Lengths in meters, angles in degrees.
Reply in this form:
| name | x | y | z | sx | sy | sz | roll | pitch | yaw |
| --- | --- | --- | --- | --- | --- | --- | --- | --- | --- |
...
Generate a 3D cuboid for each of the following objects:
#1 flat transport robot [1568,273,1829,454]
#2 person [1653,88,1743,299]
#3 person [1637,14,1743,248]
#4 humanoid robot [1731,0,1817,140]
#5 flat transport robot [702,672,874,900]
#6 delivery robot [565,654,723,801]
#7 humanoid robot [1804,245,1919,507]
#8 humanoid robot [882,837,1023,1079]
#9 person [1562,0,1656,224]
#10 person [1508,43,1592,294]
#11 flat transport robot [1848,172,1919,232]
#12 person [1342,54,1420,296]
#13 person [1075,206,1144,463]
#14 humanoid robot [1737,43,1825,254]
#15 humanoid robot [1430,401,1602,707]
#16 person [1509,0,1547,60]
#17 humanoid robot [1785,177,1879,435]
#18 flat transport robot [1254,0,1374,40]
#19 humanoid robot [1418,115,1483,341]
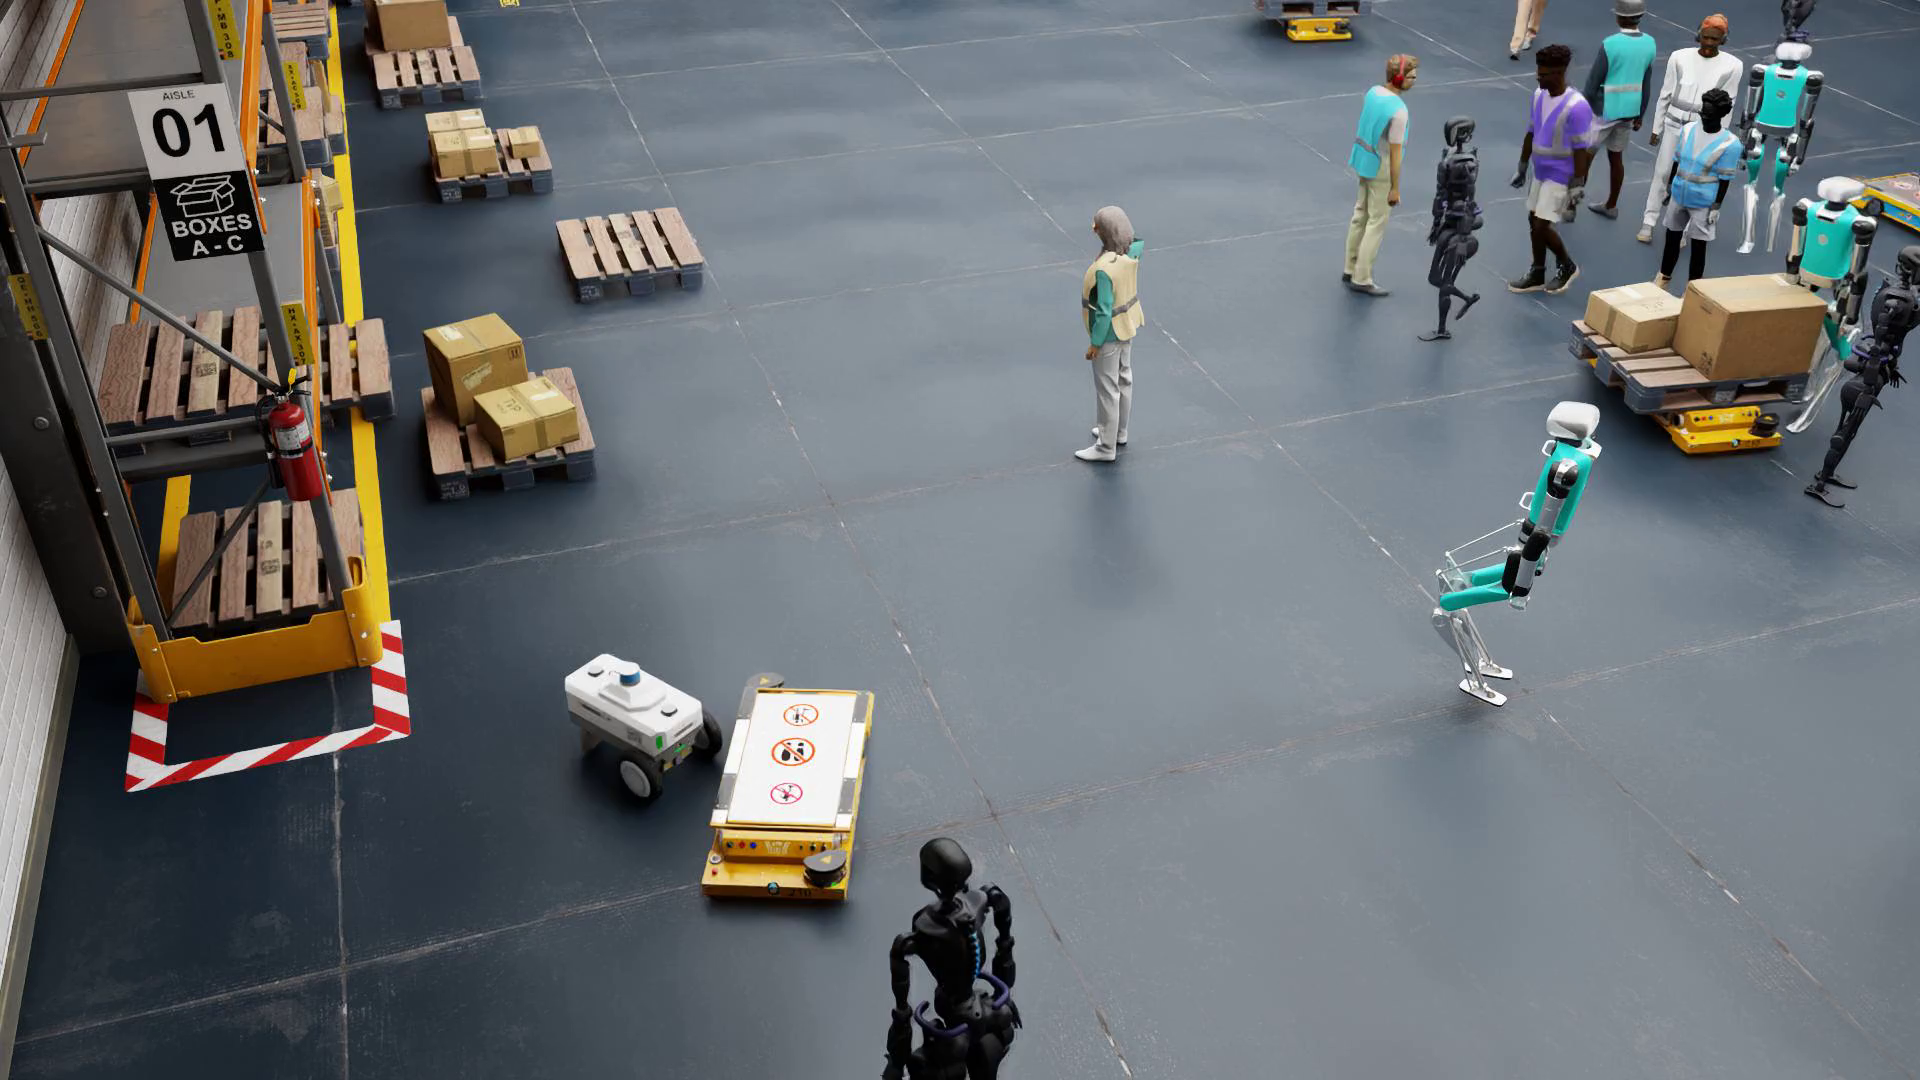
| name | x | y | z | sx | sy | sz | roll | pitch | yaw |
| --- | --- | --- | --- | --- | --- | --- | --- | --- | --- |
| flat transport robot | 4.952 | -1.037 | 11.448 | 0.659 | 0.231 | 1.431 | -5 | 33 | -8 |
| person | 5.503 | -2.553 | 12.473 | 0.317 | 1.691 | 0.533 | -18 | 37 | -25 |
| person | 5.898 | -3.307 | 13.458 | 0.574 | 1.879 | 0.354 | 18 | 37 | 26 |
| humanoid robot | 7.777 | -4.628 | 15.699 | 0.620 | 1.638 | 0.611 | 22 | 39 | 30 |
| flat transport robot | -0.806 | 1.165 | 8.071 | 0.659 | 0.231 | 1.431 | 2 | 33 | 2 |
| delivery robot | -1.590 | 0.871 | 8.250 | 0.752 | 0.583 | 0.521 | 22 | 39 | 30 |
| humanoid robot | 5.561 | -1.013 | 10.113 | 0.315 | 1.654 | 0.599 | 27 | 42 | 35 |
| humanoid robot | -0.019 | 1.743 | 5.907 | 0.615 | 1.635 | 0.503 | -26 | 41 | -34 |
| person | 5.430 | -3.563 | 13.811 | 0.589 | 1.929 | 0.496 | -11 | 35 | -17 |
| person | 4.450 | -2.773 | 12.584 | 0.485 | 1.935 | 0.630 | -7 | 34 | -11 |
| flat transport robot | 8.274 | -2.786 | 14.132 | 0.659 | 0.231 | 1.431 | -12 | 35 | -17 |
| person | 3.179 | -2.797 | 12.718 | 0.389 | 1.837 | 0.642 | -8 | 34 | -11 |
| person | 0.965 | -1.291 | 10.516 | 0.368 | 1.712 | 0.465 | 15 | 36 | 22 |
| humanoid robot | 6.523 | -3.128 | 13.350 | 0.539 | 1.815 | 0.705 | 20 | 38 | 28 |
| humanoid robot | 2.695 | 0.032 | 8.343 | 0.735 | 1.677 | 0.533 | 17 | 37 | 24 |
| person | 6.184 | -5.992 | 17.804 | 0.480 | 1.613 | 0.916 | 12 | 35 | 17 |
| humanoid robot | 5.755 | -1.586 | 10.947 | 0.818 | 1.756 | 0.540 | -21 | 39 | -29 |
| flat transport robot | 3.968 | -6.023 | 19.096 | 0.659 | 0.231 | 1.431 | -3 | 33 | -5 |
| humanoid robot | 3.653 | -2.249 | 12.029 | 0.513 | 1.635 | 0.613 | -3 | 33 | -5 |
